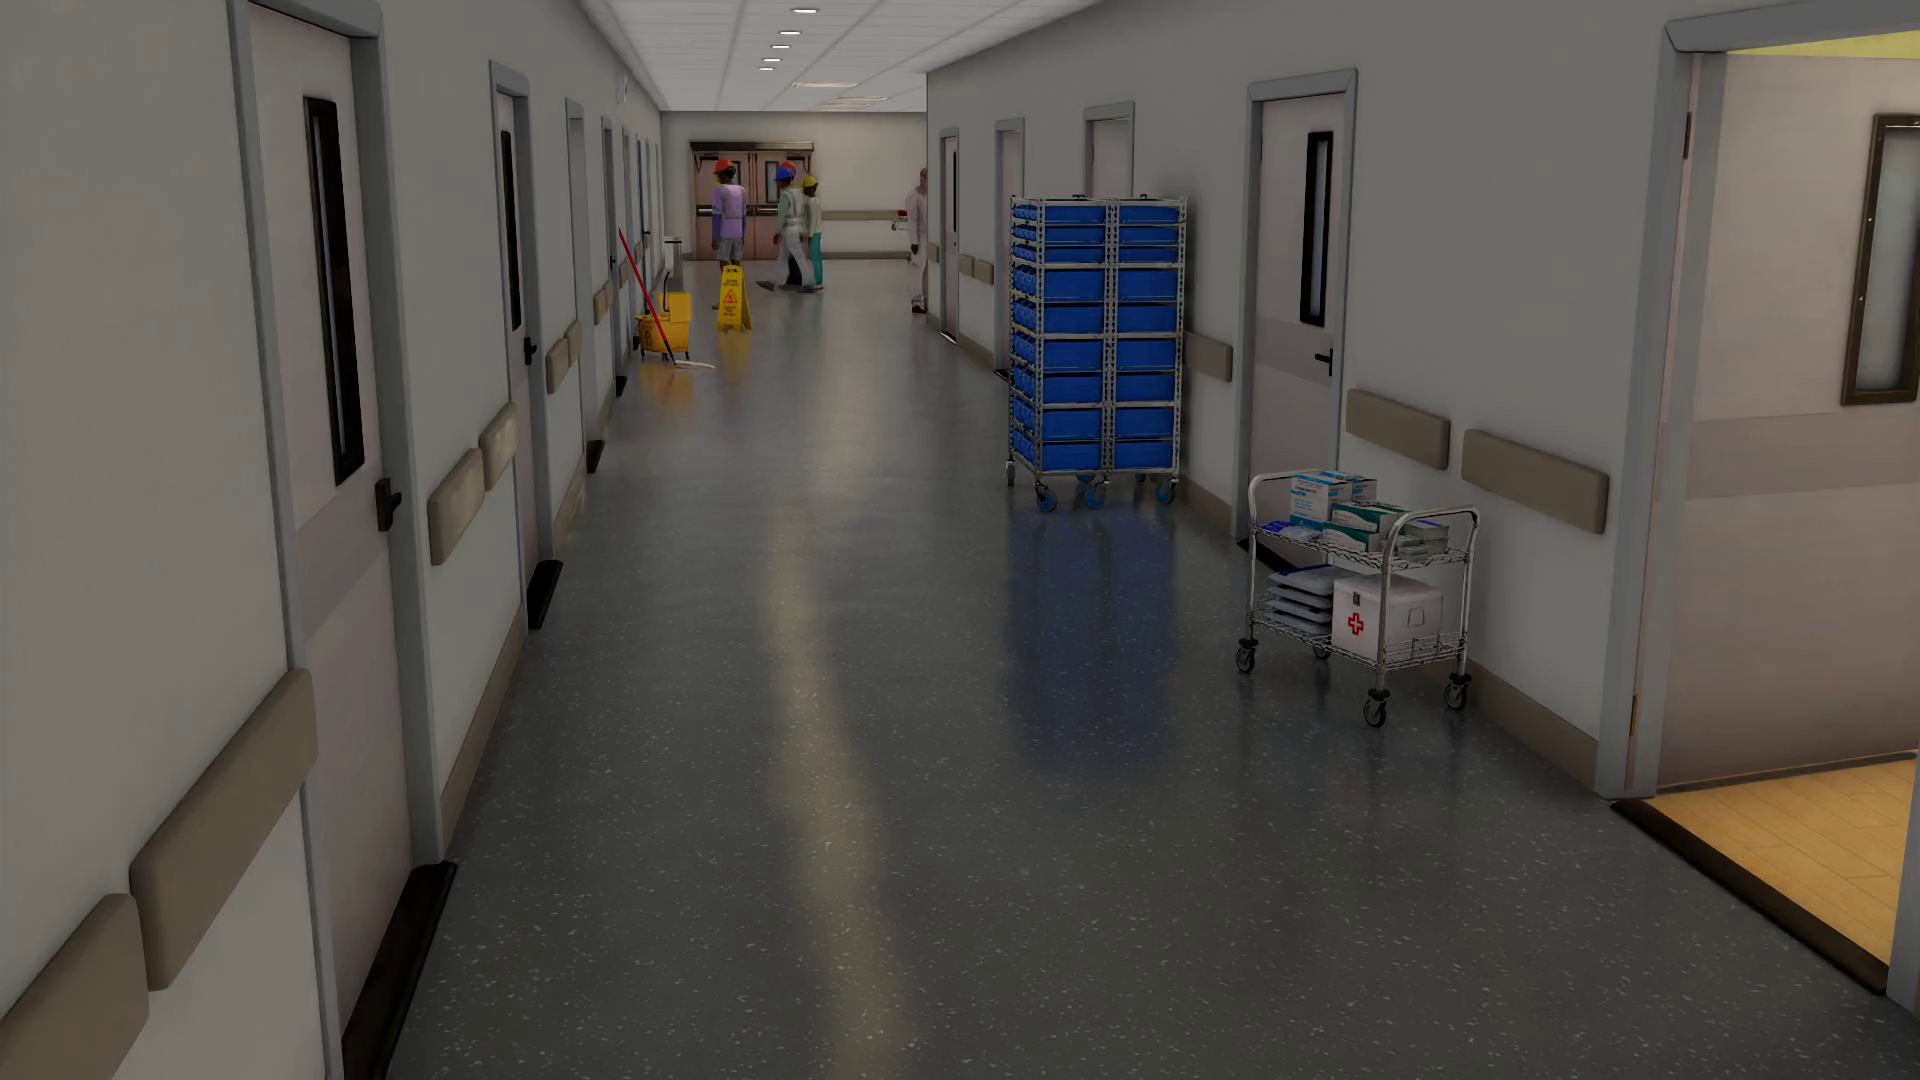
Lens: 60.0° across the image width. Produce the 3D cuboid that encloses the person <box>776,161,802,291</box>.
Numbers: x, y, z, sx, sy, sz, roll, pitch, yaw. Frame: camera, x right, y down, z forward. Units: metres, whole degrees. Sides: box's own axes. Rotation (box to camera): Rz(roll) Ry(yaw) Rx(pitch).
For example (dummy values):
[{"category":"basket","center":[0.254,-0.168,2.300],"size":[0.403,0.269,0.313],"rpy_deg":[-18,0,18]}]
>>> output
[{"category":"person","center":[-2.657,-4.901,26.015],"size":[0.388,1.996,0.612],"rpy_deg":[-4,13,-18]}]

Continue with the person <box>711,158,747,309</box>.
[{"category":"person","center":[-3.157,-4.148,22.611],"size":[0.410,2.030,0.611],"rpy_deg":[9,15,35]}]

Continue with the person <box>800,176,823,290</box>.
[{"category":"person","center":[-2.341,-4.824,26.194],"size":[0.330,1.765,0.533],"rpy_deg":[1,13,2]}]

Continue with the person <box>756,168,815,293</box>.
[{"category":"person","center":[-2.672,-4.715,25.416],"size":[0.986,1.884,0.628],"rpy_deg":[2,13,9]}]
